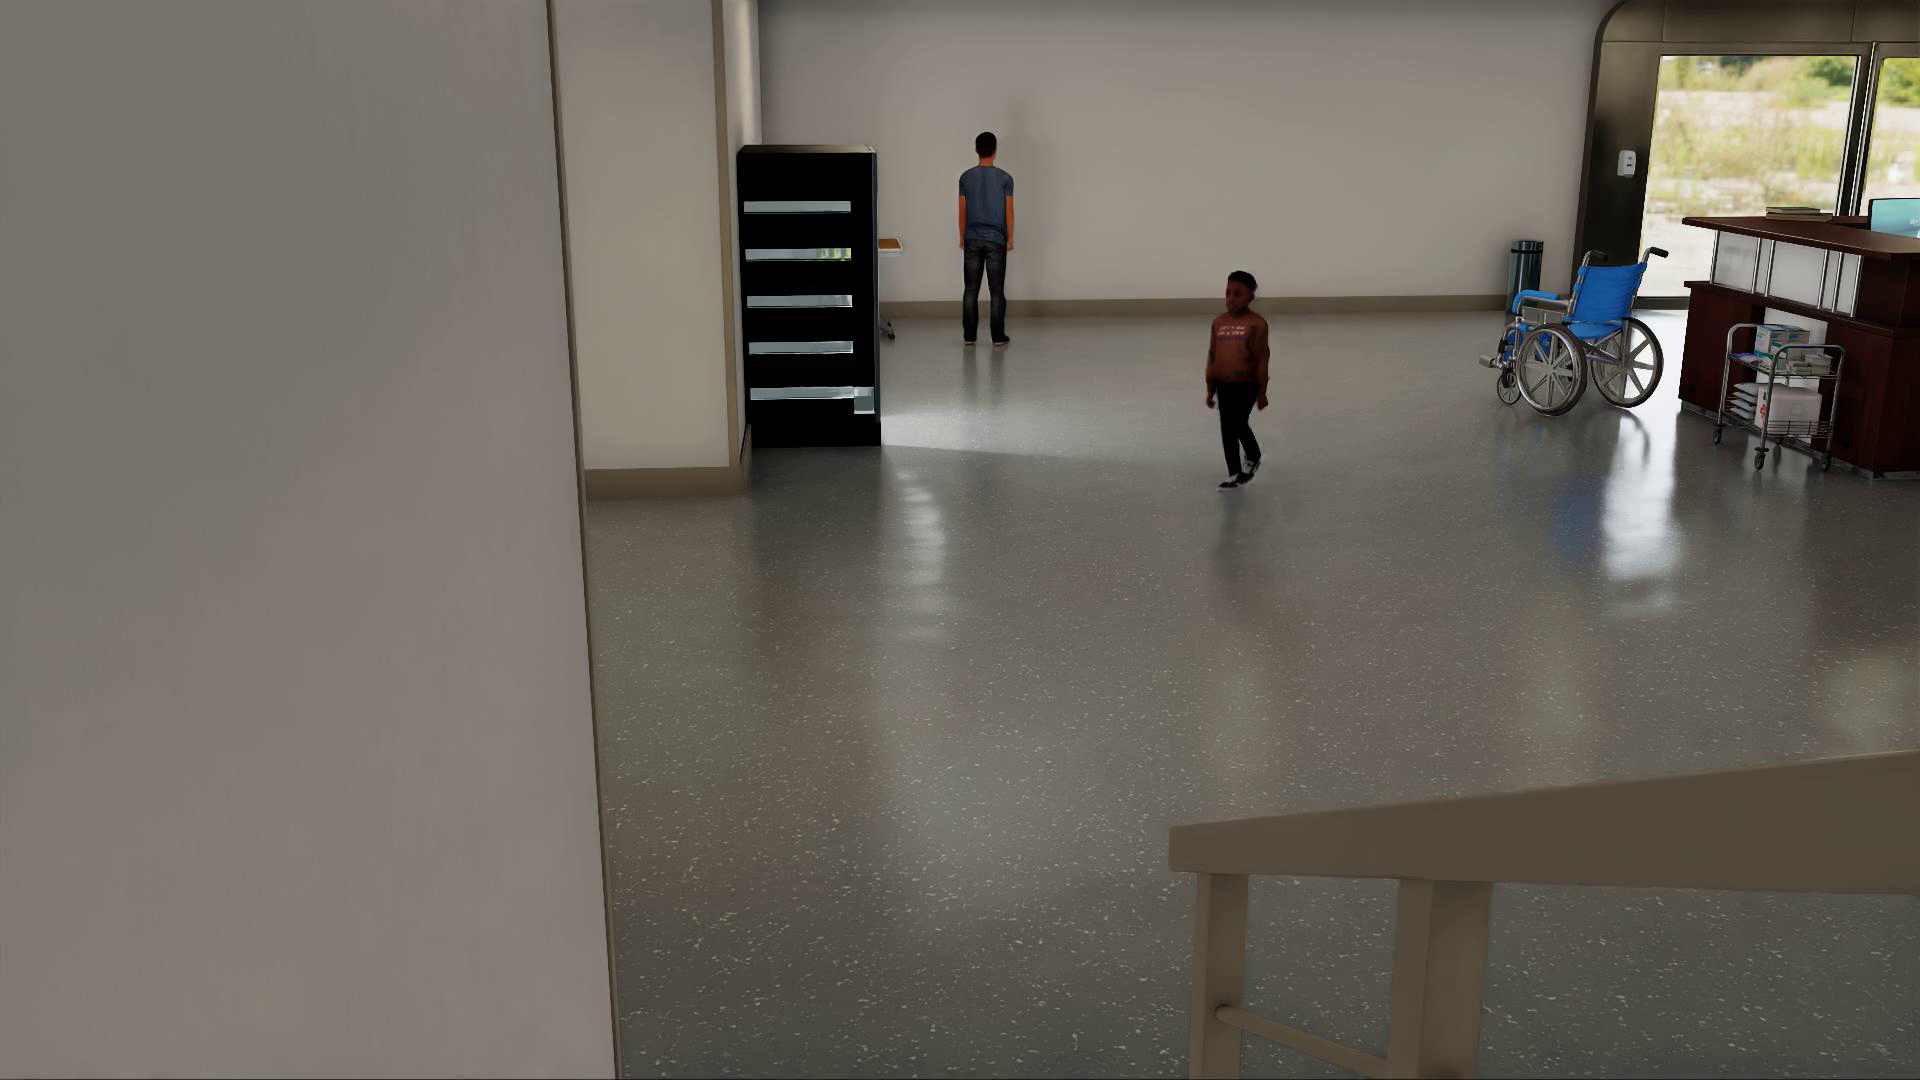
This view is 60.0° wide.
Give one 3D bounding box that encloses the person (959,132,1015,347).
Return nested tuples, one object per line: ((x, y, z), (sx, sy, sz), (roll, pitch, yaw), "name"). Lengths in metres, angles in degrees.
((0.219, -2.592, 14.359), (0.702, 1.806, 0.648), (4, 16, 14), "person")

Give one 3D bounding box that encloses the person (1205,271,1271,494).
((1.600, -0.887, 9.342), (0.650, 1.245, 0.711), (13, 20, 39), "person")
